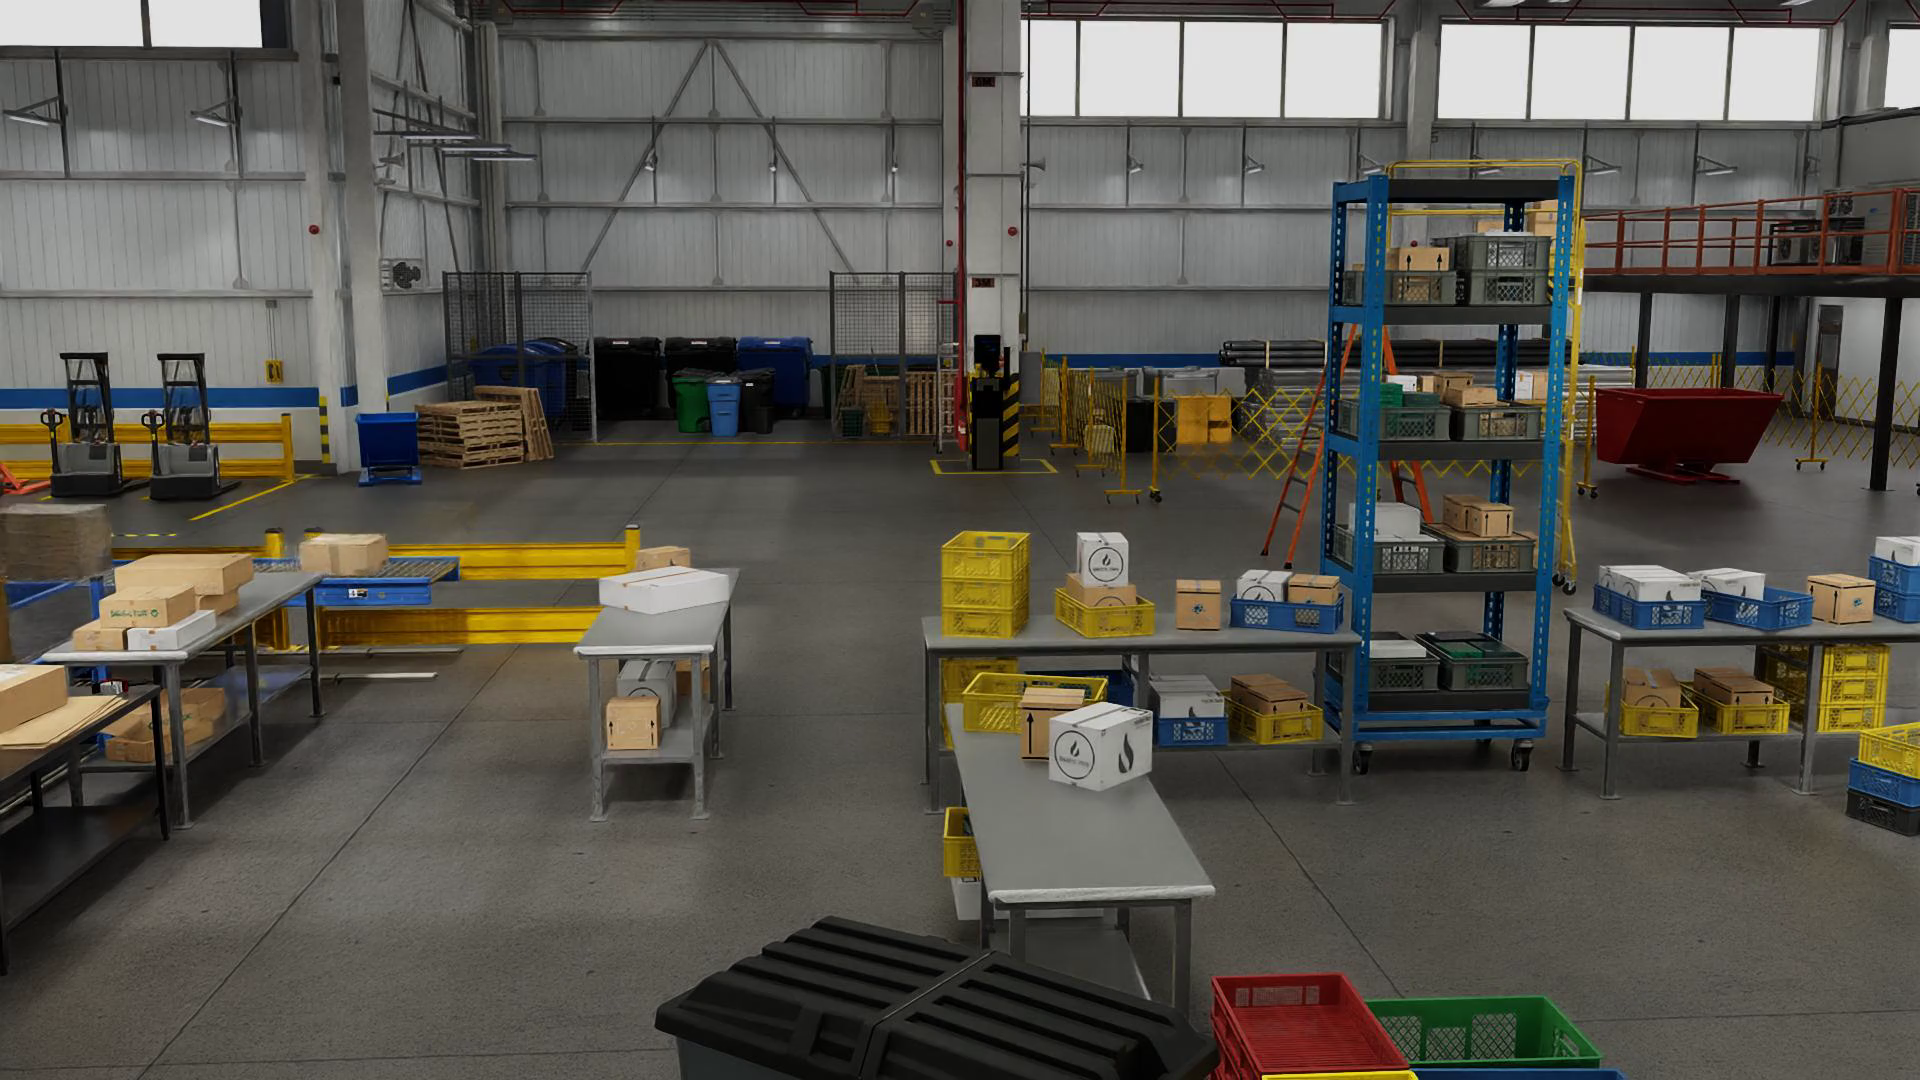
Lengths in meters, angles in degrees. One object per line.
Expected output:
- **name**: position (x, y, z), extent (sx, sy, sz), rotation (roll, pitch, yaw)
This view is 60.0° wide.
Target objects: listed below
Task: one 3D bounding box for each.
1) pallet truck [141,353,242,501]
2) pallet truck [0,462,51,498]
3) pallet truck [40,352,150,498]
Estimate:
- **pallet truck**: position (-10.520, -1.604, 22.925), extent (0.823, 1.965, 1.885), rotation (-1, 9, -6)
- **pallet truck**: position (-13.193, -1.293, 23.148), extent (0.653, 1.274, 1.630), rotation (-1, 9, -4)
- **pallet truck**: position (-11.907, -1.642, 23.165), extent (0.823, 1.965, 1.885), rotation (0, 9, 0)
